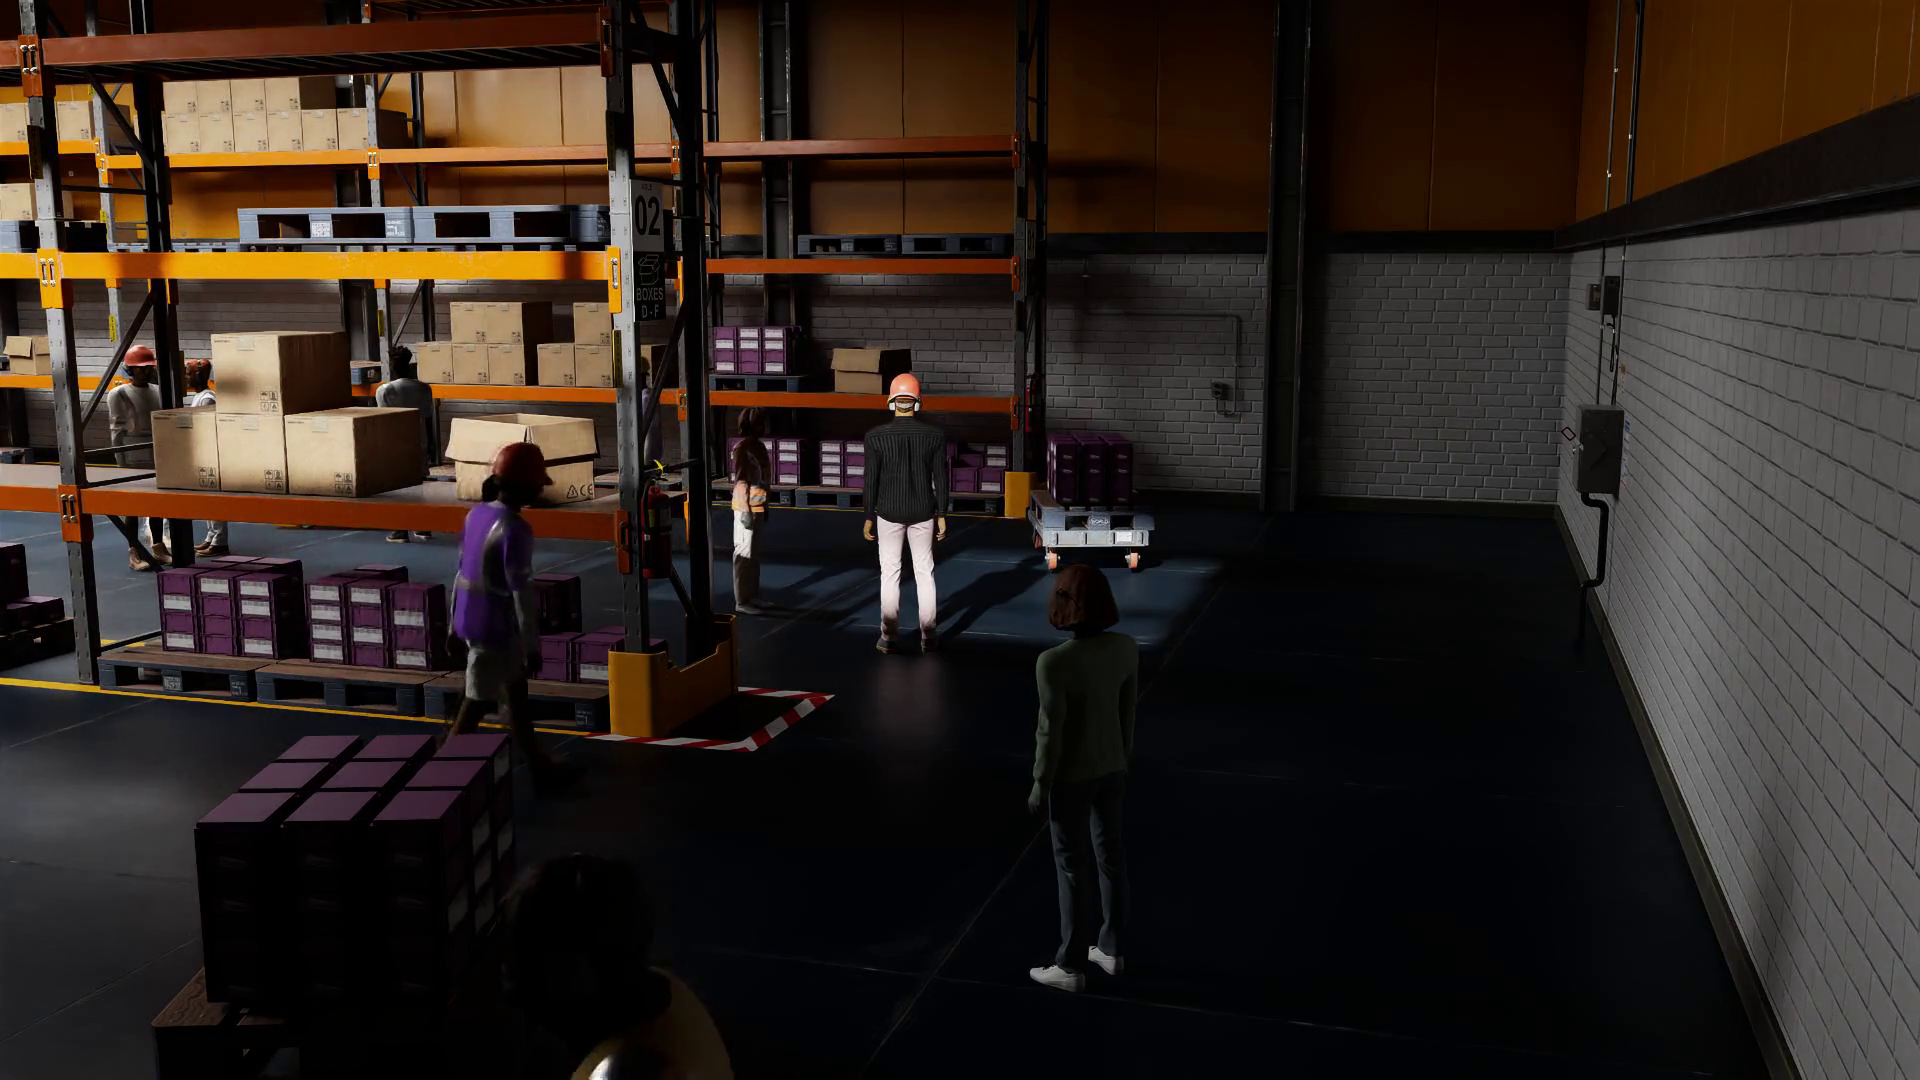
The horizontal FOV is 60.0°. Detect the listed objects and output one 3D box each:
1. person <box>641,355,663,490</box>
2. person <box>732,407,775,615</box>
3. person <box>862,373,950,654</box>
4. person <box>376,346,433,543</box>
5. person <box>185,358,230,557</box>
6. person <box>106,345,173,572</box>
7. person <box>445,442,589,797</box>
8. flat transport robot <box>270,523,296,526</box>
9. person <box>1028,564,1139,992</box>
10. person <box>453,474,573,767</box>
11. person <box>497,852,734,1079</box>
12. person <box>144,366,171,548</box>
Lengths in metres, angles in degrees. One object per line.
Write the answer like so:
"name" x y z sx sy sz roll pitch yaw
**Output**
"person" -3.028 -0.809 15.851 0.387 1.922 0.594 -2 10 -15
"person" -1.653 -0.235 13.210 0.313 1.642 0.513 2 10 13
"person" -0.388 -0.183 11.820 0.626 1.992 0.387 -2 9 -11
"person" -5.538 -0.949 16.611 0.367 1.955 0.604 8 12 39
"person" -7.167 -0.780 15.805 0.355 1.881 0.575 -6 11 -31
"person" -7.376 -0.744 15.091 0.374 2.044 0.605 5 10 26
"person" -2.284 0.448 8.341 0.957 1.873 0.552 -6 11 -33
"flat transport robot" -6.487 -0.278 17.637 1.431 0.197 0.652 1 9 9
"person" 0.469 0.897 6.328 0.500 1.636 0.285 -8 12 -40
"person" -2.467 0.445 9.037 0.833 1.634 0.563 0 9 -2
"person" -0.510 1.404 2.777 0.657 1.807 0.642 -2 10 -13
"person" -7.826 -0.816 16.264 0.514 1.810 0.723 -2 10 -12
